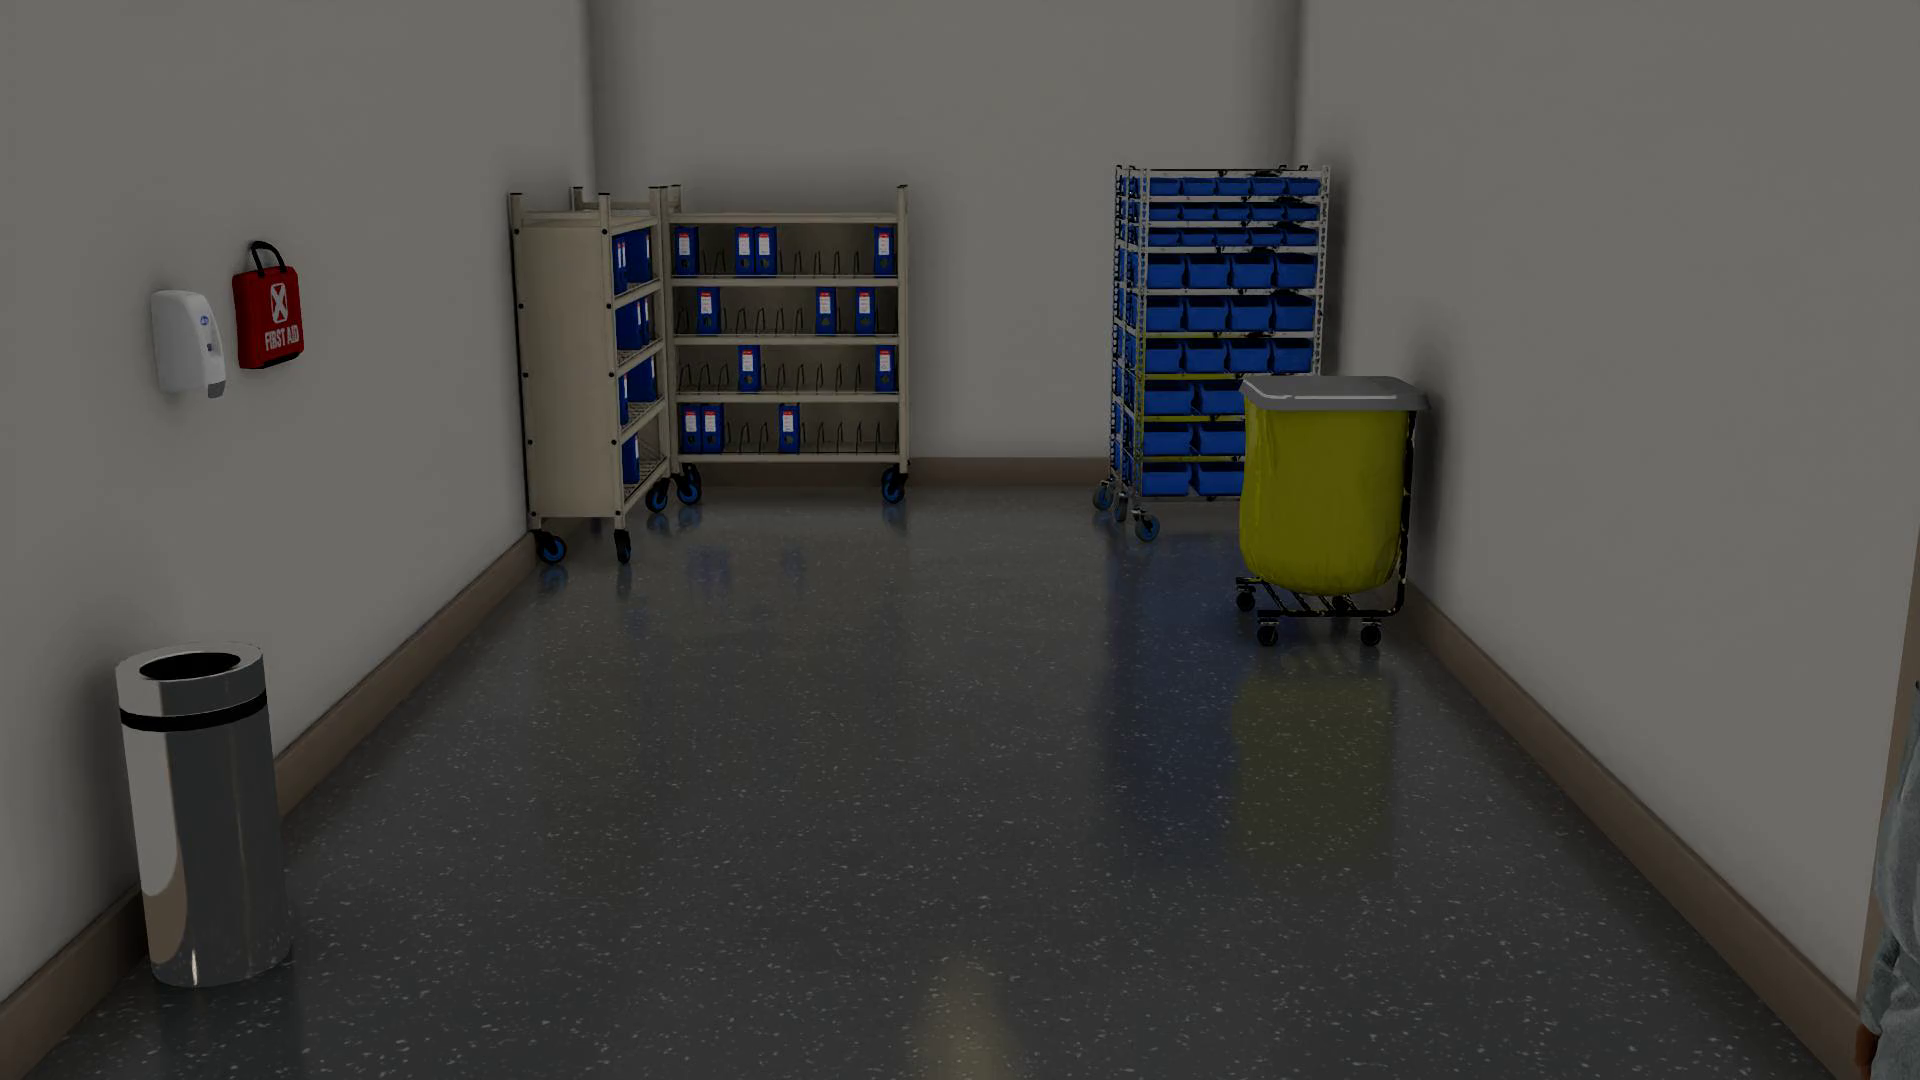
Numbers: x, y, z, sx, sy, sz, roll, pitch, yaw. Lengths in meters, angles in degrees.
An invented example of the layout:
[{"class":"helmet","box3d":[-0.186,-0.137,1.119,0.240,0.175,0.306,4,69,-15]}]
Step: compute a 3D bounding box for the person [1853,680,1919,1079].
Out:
[{"class":"person","box3d":[1.103,0.576,1.758,0.292,1.745,0.485,0,13,0]}]
